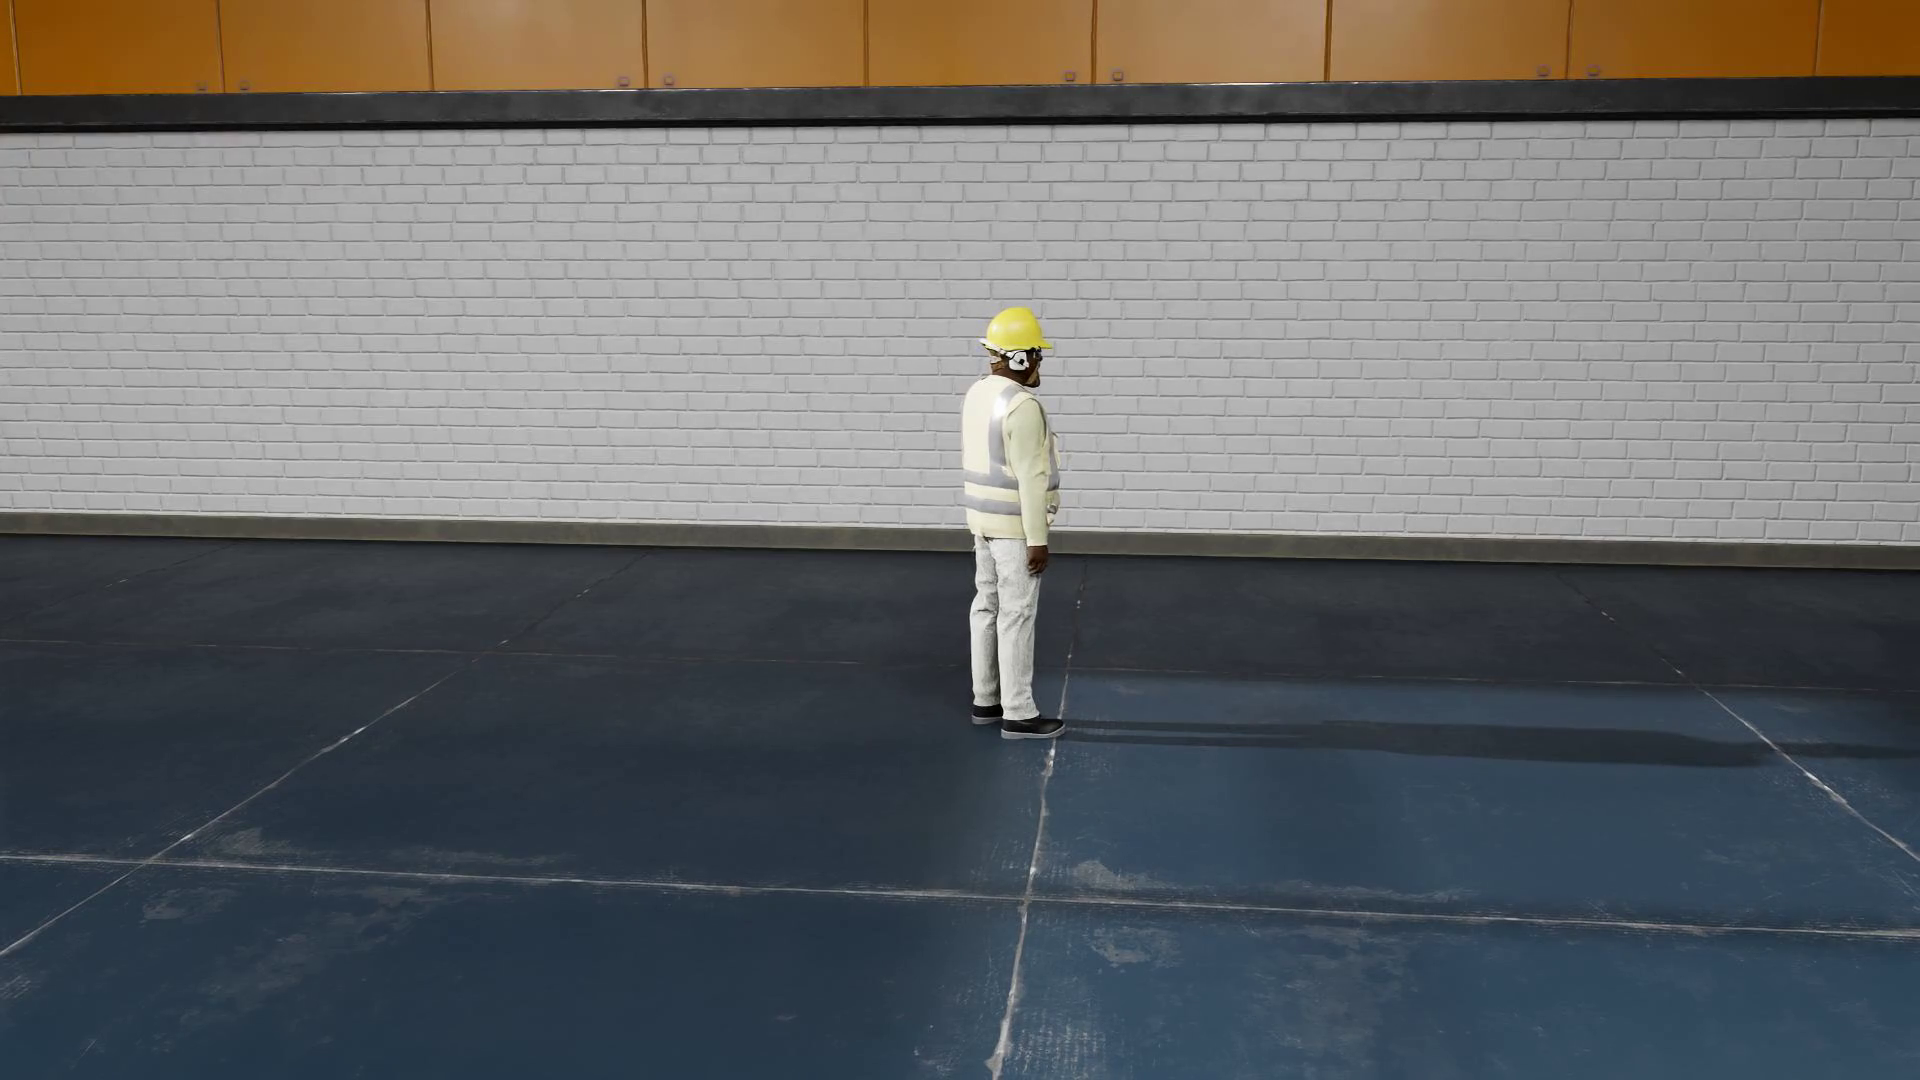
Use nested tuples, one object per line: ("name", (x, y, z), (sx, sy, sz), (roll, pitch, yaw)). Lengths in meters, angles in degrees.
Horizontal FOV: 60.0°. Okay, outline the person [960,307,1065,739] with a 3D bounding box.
("person", (0.227, -0.070, 7.110), (0.404, 1.832, 0.595), (-5, 11, -26))
